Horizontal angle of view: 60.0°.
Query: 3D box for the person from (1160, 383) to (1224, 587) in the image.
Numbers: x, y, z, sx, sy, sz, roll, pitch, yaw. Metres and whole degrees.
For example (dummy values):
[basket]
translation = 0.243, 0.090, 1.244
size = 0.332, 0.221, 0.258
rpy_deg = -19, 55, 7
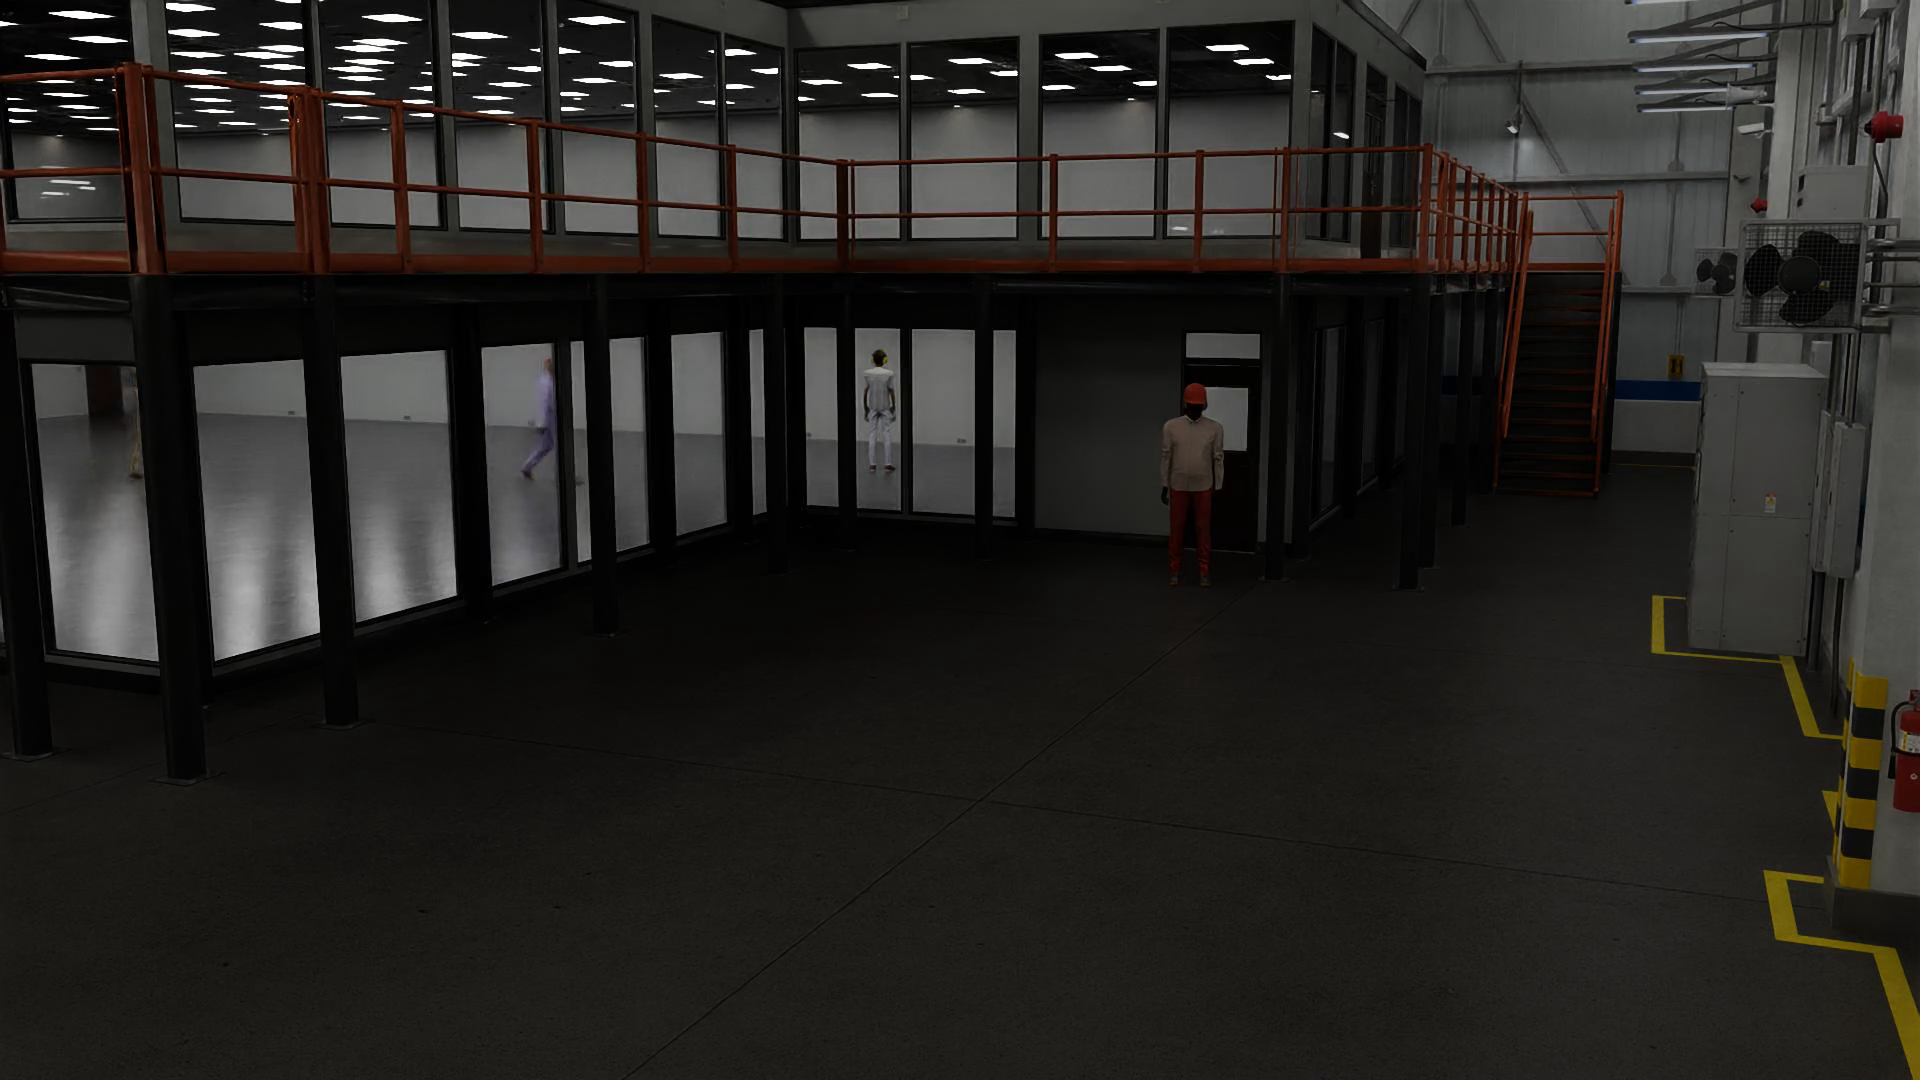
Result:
[person]
translation = 2.243, -0.528, 16.088
size = 0.612, 1.986, 0.406
rpy_deg = 1, 9, 8
